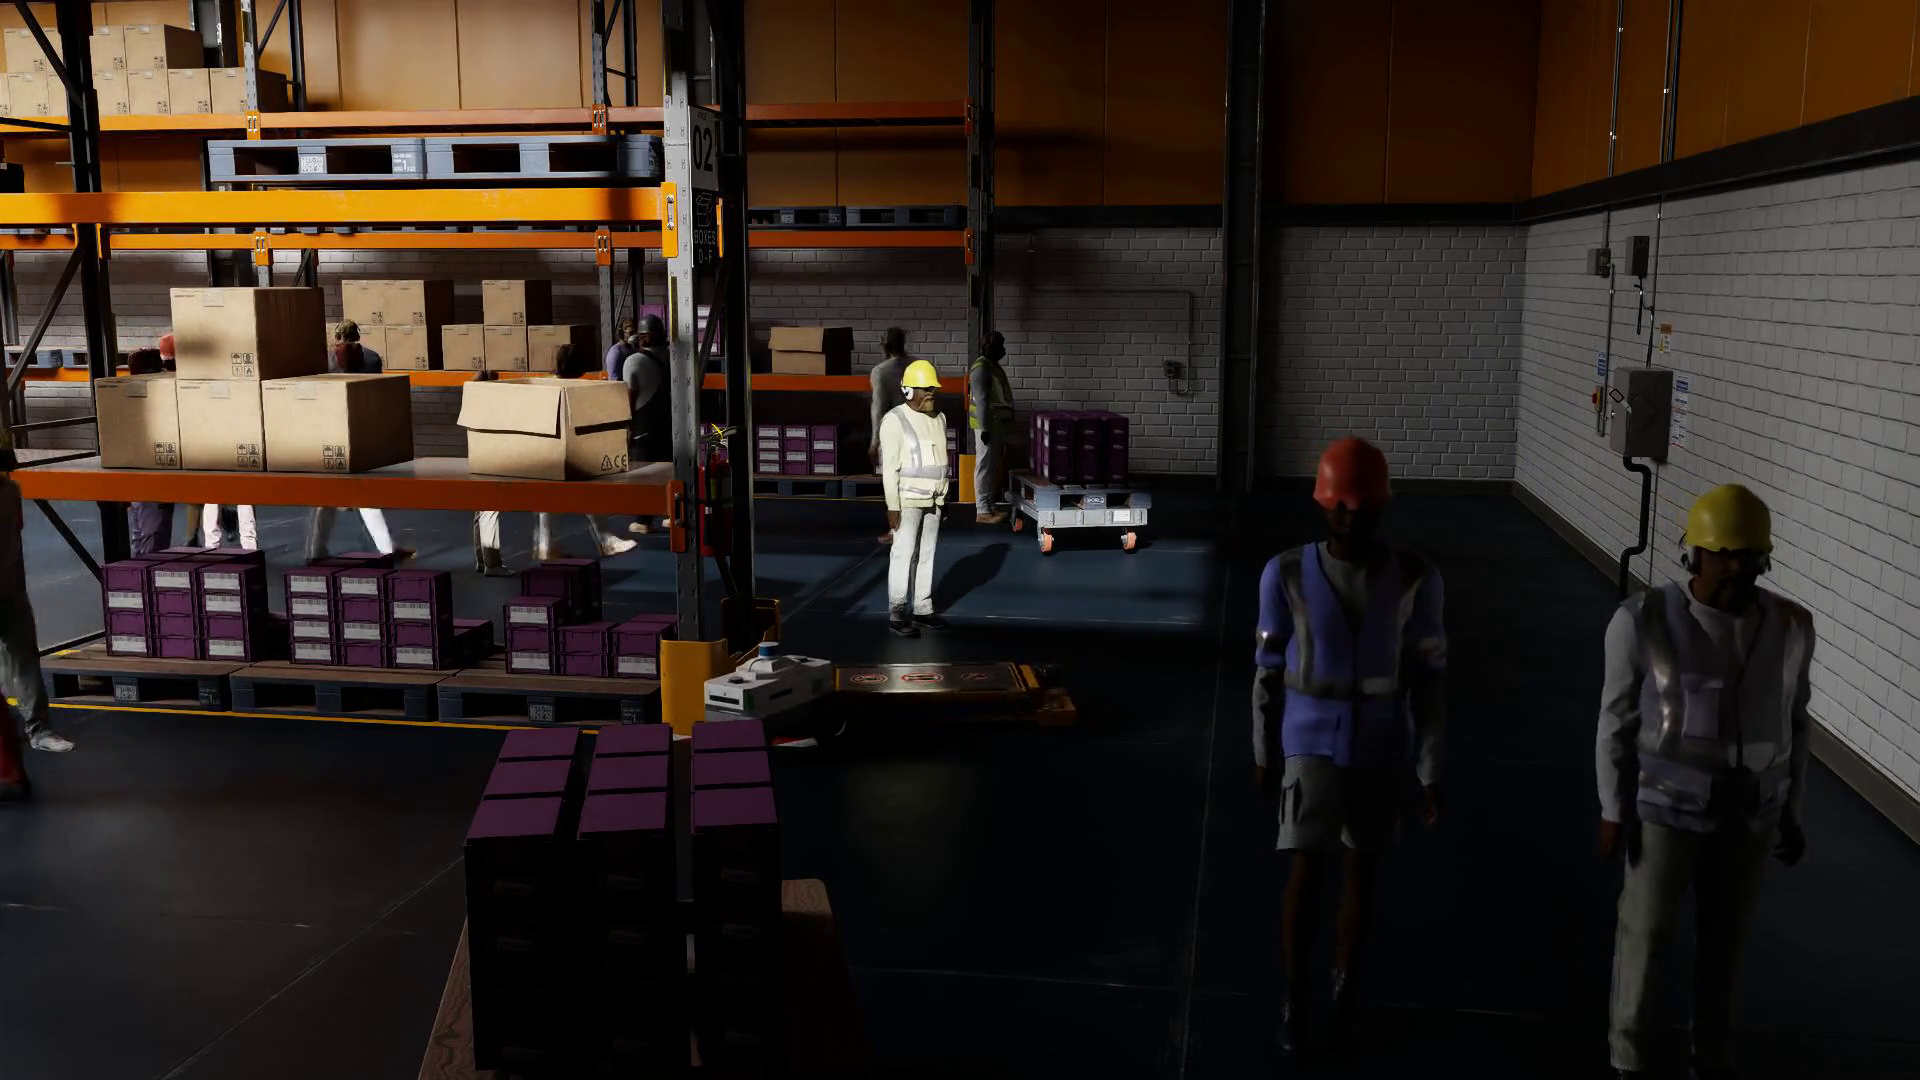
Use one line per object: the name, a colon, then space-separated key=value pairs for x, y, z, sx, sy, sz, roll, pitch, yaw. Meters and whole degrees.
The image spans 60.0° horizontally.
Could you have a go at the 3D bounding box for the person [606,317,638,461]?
person: x=-3.483 y=-1.355 z=17.415 sx=0.379 sy=1.937 sz=0.629 roll=2 pitch=9 yaw=11

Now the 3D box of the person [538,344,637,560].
person: x=-3.144 y=-0.718 z=13.860 sx=0.880 sy=1.802 sz=0.665 roll=1 pitch=9 yaw=3

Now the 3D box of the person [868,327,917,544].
person: x=-0.496 y=-0.902 z=14.677 sx=0.696 sy=1.926 sz=0.443 roll=-9 pitch=13 yaw=-43

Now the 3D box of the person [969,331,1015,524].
person: x=0.310 y=-1.089 z=16.054 sx=0.429 sy=1.845 sz=0.621 roll=2 pitch=9 yaw=13

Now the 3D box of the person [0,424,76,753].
person: x=-4.933 y=0.227 z=8.345 sx=0.897 sy=1.695 sz=0.494 roll=3 pitch=10 yaw=19

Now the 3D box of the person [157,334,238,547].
person: x=-6.516 y=-0.817 z=14.219 sx=0.589 sy=1.904 sz=0.769 roll=4 pitch=10 yaw=23

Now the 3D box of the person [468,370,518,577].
person: x=-3.740 y=-0.528 z=13.201 sx=0.308 sy=1.641 sz=0.511 roll=-5 pitch=10 yaw=-28

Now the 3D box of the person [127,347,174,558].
person: x=-5.535 y=-0.367 z=11.417 sx=0.400 sy=1.902 sz=0.647 roll=-7 pitch=12 yaw=-38

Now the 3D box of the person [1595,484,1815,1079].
person: x=2.108 y=0.744 z=4.720 sx=0.599 sy=1.828 sz=0.403 roll=0 pitch=9 yaw=2

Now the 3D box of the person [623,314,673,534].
person: x=-2.845 y=-1.094 z=15.474 sx=0.692 sy=2.000 sz=0.544 roll=-8 pitch=12 yaw=-42

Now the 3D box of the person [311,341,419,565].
person: x=-4.904 y=-0.686 z=13.541 sx=0.905 sy=1.842 sz=0.594 roll=-6 pitch=11 yaw=-31

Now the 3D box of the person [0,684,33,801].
person: x=-4.668 y=0.359 z=7.510 sx=0.976 sy=1.698 sz=0.524 roll=2 pitch=9 yaw=12

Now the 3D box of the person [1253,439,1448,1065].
person: x=1.176 y=0.650 z=5.032 sx=0.557 sy=1.914 sz=0.581 roll=1 pitch=9 yaw=5

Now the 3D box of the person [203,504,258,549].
person: x=-5.942 y=-0.760 z=13.536 sx=0.613 sy=1.995 sz=0.390 roll=-6 pitch=11 yaw=-33

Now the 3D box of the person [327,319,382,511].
person: x=-6.144 y=-1.261 z=16.822 sx=0.634 sy=1.937 sz=0.355 roll=-5 pitch=10 yaw=-27

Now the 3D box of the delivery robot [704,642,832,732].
delivery robot: x=-0.955 y=0.753 z=8.318 sx=0.477 sy=0.478 sz=0.707 roll=6 pitch=11 yaw=31

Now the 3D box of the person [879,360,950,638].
person: x=-0.272 y=-0.280 z=11.064 sx=0.403 sy=1.830 sz=0.600 roll=7 pitch=12 yaw=37

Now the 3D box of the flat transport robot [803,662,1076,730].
flat transport robot: x=-0.126 y=0.833 z=8.988 sx=1.431 sy=0.197 sz=0.652 roll=-1 pitch=9 yaw=-4
